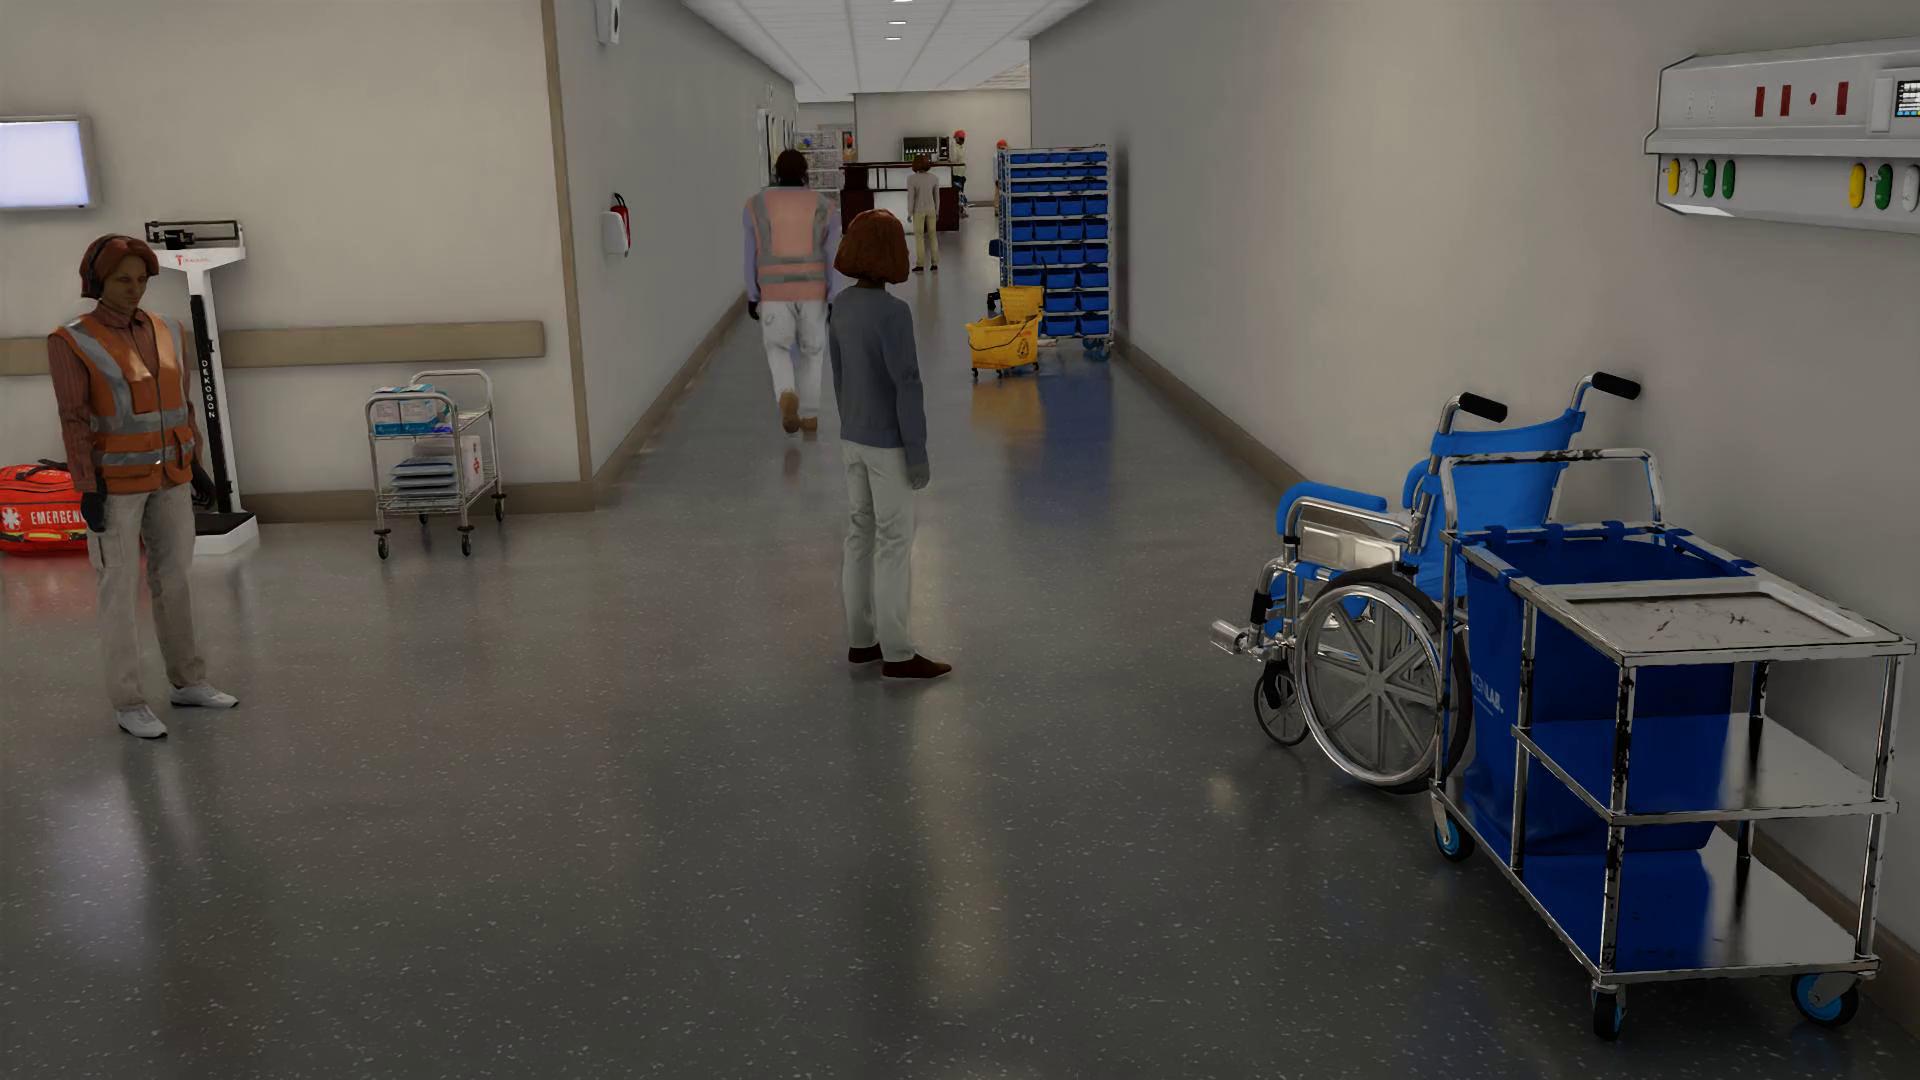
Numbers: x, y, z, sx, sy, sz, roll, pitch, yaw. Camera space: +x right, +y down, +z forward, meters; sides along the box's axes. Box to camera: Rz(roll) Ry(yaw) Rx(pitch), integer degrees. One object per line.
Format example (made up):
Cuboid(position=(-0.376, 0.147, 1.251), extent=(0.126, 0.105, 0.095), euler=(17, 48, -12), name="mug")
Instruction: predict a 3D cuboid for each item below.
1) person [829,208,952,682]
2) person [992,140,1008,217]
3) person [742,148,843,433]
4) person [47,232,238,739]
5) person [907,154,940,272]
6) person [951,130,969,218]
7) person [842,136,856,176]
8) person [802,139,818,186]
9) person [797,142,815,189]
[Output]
Cuboid(position=(-0.267, -0.321, 5.786), extent=(0.286, 1.633, 0.499), euler=(-10, 16, -32), name="person")
Cuboid(position=(0.965, -8.331, 38.330), extent=(0.350, 1.743, 0.564), euler=(5, 15, 26), name="person")
Cuboid(position=(-1.047, -1.553, 10.548), extent=(0.628, 1.823, 0.678), euler=(-3, 14, -7), name="person")
Cuboid(position=(-2.699, -0.181, 5.487), extent=(0.310, 1.639, 0.514), euler=(4, 15, 22), name="person")
Cuboid(position=(-0.511, -4.584, 23.333), extent=(0.499, 1.634, 0.288), euler=(-9, 15, -27), name="person")
Cuboid(position=(-0.003, -8.411, 38.248), extent=(0.395, 1.994, 0.613), euler=(4, 15, 20), name="person")
Cuboid(position=(-3.326, -11.232, 50.360), extent=(0.547, 1.932, 0.378), euler=(5, 15, 26), name="person")
Cuboid(position=(-4.132, -10.030, 45.584), extent=(0.618, 1.906, 0.986), euler=(4, 15, 21), name="person")
Cuboid(position=(-3.538, -8.110, 37.804), extent=(0.598, 1.820, 0.408), euler=(-15, 19, -43), name="person")
